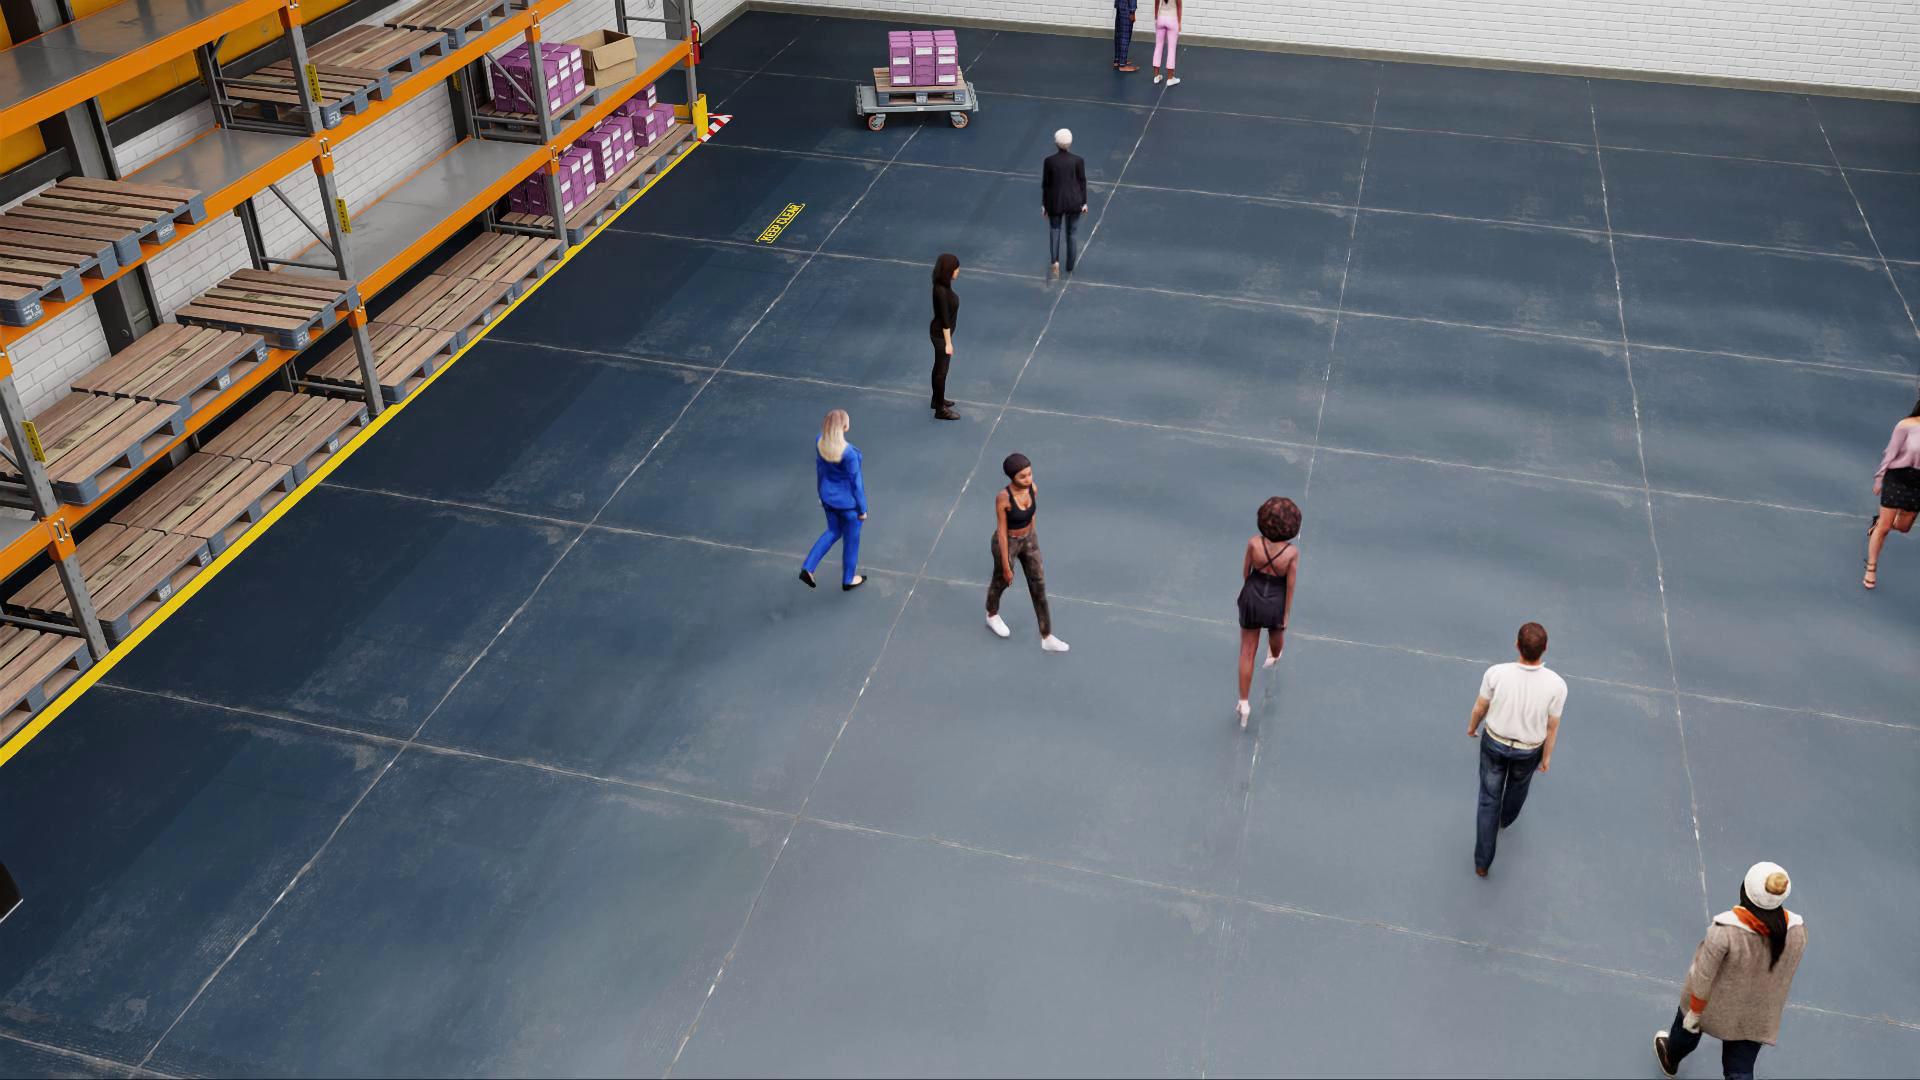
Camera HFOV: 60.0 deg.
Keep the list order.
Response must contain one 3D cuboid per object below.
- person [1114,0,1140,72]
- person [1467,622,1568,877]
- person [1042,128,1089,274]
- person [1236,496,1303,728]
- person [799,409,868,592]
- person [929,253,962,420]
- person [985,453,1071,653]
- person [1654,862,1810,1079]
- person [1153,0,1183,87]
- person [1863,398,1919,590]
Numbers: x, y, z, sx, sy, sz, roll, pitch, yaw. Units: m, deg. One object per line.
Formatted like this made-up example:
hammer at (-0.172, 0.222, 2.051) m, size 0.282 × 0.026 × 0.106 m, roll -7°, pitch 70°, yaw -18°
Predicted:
person at (2.441, -7.849, 24.456) m, size 0.814 × 1.819 × 0.701 m, roll -7°, pitch 34°, yaw -10°
person at (3.483, 1.372, 10.579) m, size 0.739 × 1.826 × 1.043 m, roll 12°, pitch 35°, yaw 18°
person at (1.188, -3.683, 18.486) m, size 0.748 × 1.773 × 0.622 m, roll 7°, pitch 34°, yaw 10°
person at (2.151, 0.555, 11.892) m, size 0.559 × 1.732 × 1.120 m, roll 9°, pitch 35°, yaw 14°
person at (-1.007, -0.253, 13.150) m, size 0.966 × 1.685 × 0.859 m, roll -28°, pitch 43°, yaw -35°
person at (-0.173, -1.937, 15.724) m, size 0.699 × 1.640 × 0.560 m, roll -4°, pitch 34°, yaw -6°
person at (0.355, 0.046, 12.716) m, size 1.055 × 1.667 × 1.032 m, roll -25°, pitch 41°, yaw -33°
person at (4.143, 2.514, 8.842) m, size 0.832 × 1.846 × 1.225 m, roll 3°, pitch 34°, yaw 5°
person at (2.979, -7.434, 23.901) m, size 0.641 × 1.743 × 0.618 m, roll 21°, pitch 39°, yaw 28°
person at (7.581, -0.459, 13.363) m, size 0.631 × 1.793 × 0.855 m, roll 11°, pitch 35°, yaw 16°
